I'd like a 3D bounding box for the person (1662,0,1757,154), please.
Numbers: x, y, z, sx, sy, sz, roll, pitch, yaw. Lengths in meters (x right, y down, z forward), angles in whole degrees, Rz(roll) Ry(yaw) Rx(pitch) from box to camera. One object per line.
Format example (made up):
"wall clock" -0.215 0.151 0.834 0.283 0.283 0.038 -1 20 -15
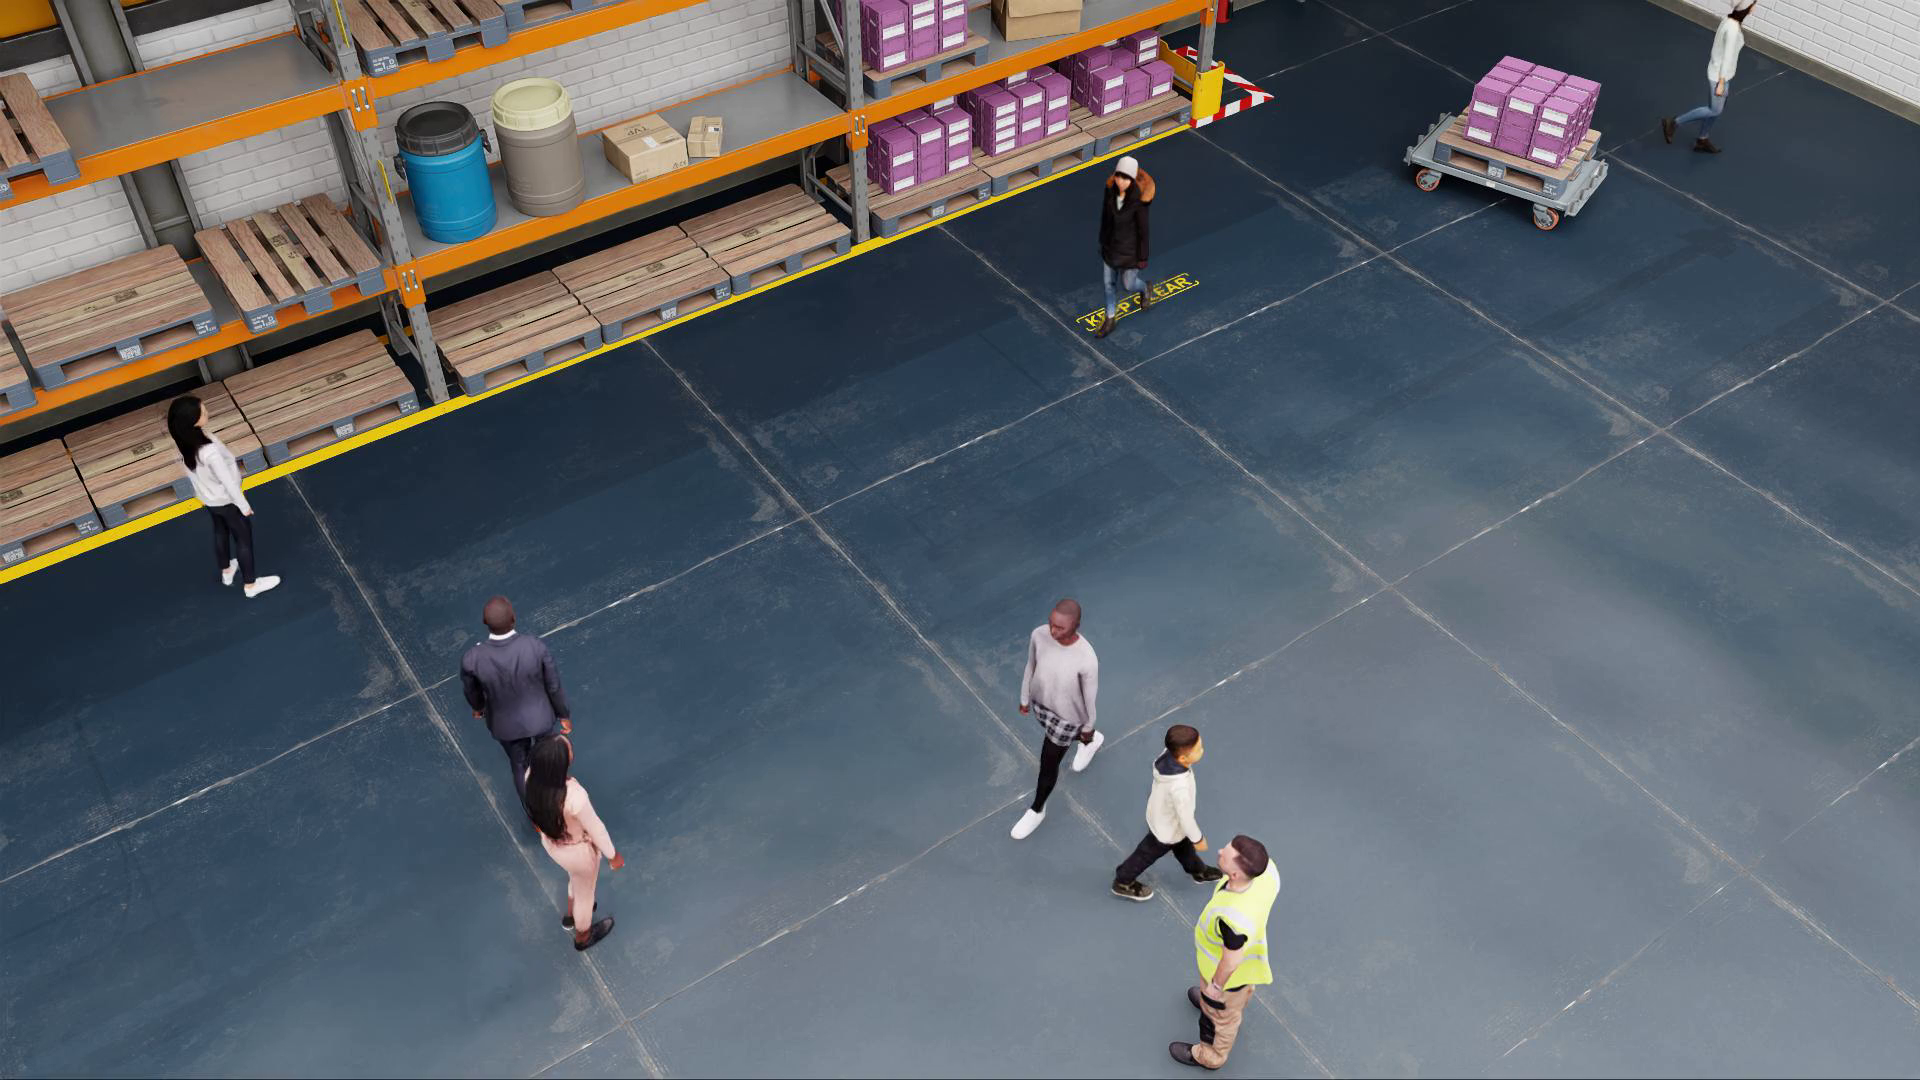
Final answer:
"person" 7.030 -4.362 15.533 0.921 1.636 0.893 12 45 12

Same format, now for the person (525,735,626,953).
"person" -2.178 1.731 9.085 0.674 1.709 0.645 34 53 31

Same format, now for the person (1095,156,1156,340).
"person" 1.363 -2.408 13.493 0.775 1.621 0.968 29 51 27

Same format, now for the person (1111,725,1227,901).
"person" 1.110 1.578 9.455 1.029 1.421 0.937 4 44 4

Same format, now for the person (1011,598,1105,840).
"person" 0.645 0.950 9.884 0.832 1.738 1.210 32 52 29

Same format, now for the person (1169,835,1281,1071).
"person" 1.394 2.117 8.580 0.891 1.846 0.812 20 47 20

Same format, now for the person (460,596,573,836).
"person" -2.555 1.073 9.716 1.063 1.791 1.008 -9 44 -10

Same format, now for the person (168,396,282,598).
"person" -5.032 -0.307 11.235 0.777 1.693 0.692 22 48 22
